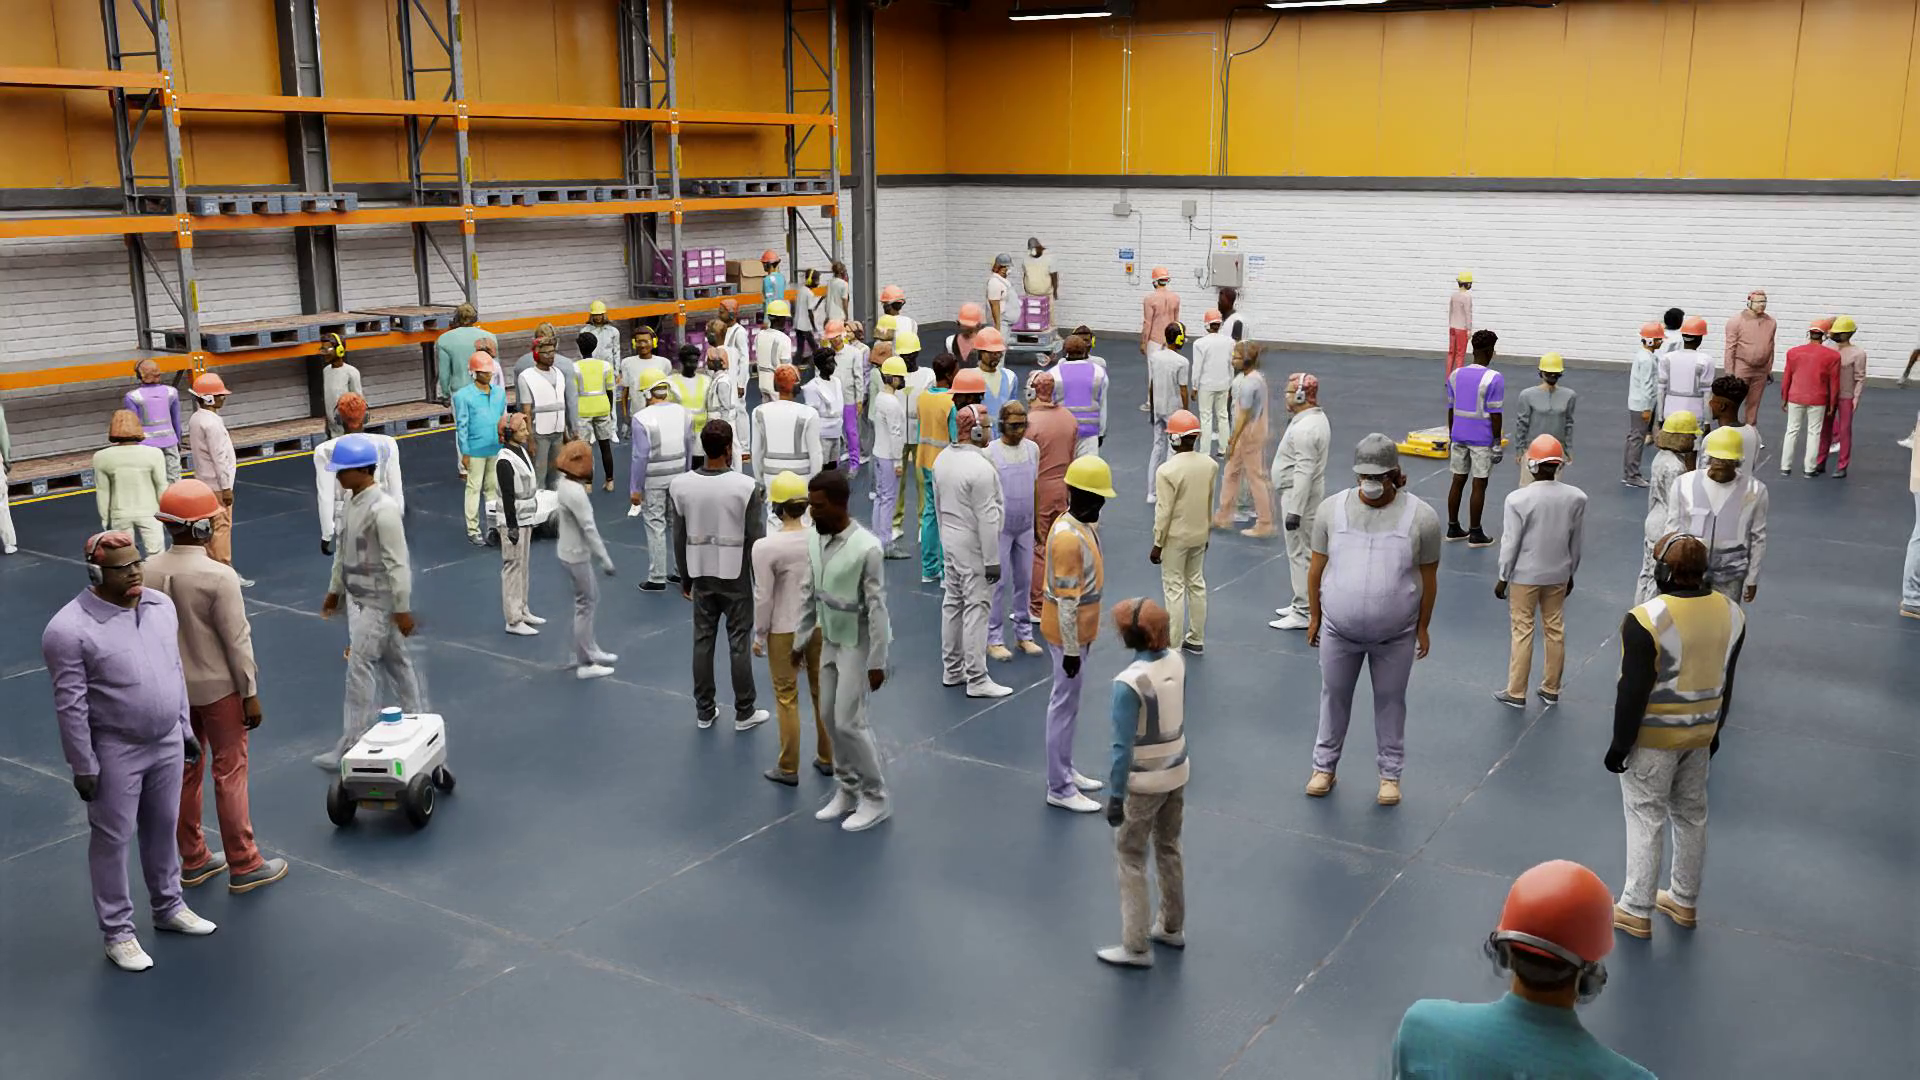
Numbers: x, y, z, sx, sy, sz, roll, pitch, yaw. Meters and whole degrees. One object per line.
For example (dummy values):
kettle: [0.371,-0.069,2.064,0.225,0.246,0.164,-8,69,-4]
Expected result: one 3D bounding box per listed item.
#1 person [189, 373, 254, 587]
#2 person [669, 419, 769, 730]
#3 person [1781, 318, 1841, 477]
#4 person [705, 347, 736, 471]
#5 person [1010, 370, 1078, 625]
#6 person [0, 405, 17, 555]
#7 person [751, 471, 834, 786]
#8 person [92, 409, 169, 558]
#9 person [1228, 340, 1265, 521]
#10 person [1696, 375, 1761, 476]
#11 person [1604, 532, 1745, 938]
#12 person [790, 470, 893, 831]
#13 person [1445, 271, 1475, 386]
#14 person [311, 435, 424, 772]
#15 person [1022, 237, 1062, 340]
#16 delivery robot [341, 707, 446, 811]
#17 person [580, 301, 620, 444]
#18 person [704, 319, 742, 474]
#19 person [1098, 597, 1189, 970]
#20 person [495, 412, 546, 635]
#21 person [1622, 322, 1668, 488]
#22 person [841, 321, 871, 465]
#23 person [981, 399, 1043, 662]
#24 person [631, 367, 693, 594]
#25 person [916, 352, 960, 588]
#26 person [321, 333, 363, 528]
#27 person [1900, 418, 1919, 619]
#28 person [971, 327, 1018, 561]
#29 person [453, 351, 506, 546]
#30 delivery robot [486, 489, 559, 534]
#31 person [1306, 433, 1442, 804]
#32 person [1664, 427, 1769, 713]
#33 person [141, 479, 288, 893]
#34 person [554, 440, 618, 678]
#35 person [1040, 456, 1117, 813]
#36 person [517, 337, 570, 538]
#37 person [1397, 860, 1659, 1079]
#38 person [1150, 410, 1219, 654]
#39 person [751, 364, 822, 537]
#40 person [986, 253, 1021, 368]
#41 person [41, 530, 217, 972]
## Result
person: [-6.034,-0.482,13.524,0.328,1.752,0.563,-11,17,-39]
person: [-1.456,0.220,10.121,0.593,1.920,0.391,3,13,13]
person: [9.305,-1.554,18.211,0.573,1.739,0.355,9,16,34]
person: [-2.359,-1.083,16.381,0.306,1.640,0.522,-4,13,-15]
person: [0.595,-0.322,12.497,0.402,1.906,0.652,11,17,40]
person: [-8.553,-0.650,14.500,0.512,1.642,0.311,-10,16,-36]
person: [-0.925,0.491,9.272,0.526,1.770,0.329,-9,16,-34]
person: [-6.156,-0.160,12.418,0.504,1.628,0.277,-3,13,-14]
person: [2.737,-1.051,16.016,0.305,1.745,0.483,11,17,40]
person: [5.375,-0.189,11.786,0.613,1.964,0.361,-10,17,-38]
person: [3.161,0.870,7.469,0.633,1.841,0.429,-5,14,-21]
person: [-0.586,0.562,8.726,0.431,1.888,0.612,-9,16,-33]
person: [7.608,-3.190,25.244,0.318,1.769,0.522,-4,13,-16]
person: [-3.479,0.353,9.550,0.820,1.919,0.617,-9,16,-34]
person: [1.528,-4.771,31.500,0.715,2.000,0.827,3,13,14]
delivery robot: [-3.031,1.138,8.920,0.477,0.478,0.707,0,13,2]
person: [-4.396,-2.050,20.351,0.486,1.744,0.294,-3,13,-14]
person: [-2.441,-1.337,17.032,0.326,1.843,0.517,6,14,23]
person: [0.818,1.041,7.182,0.319,1.634,0.547,10,16,37]
person: [-3.255,-0.126,12.230,0.306,1.639,0.523,-1,13,-3]
person: [7.287,-1.443,17.690,0.332,1.753,0.561,4,13,15]
person: [-1.203,-1.684,18.988,0.309,1.641,0.513,-12,18,-43]
person: [0.353,-0.070,11.566,0.511,1.837,0.350,-8,15,-33]
person: [-2.412,-0.478,13.359,0.404,1.820,0.603,10,16,37]
person: [-0.142,-0.567,13.535,0.391,1.919,0.590,-9,16,-35]
person: [-5.770,-1.009,15.558,0.516,1.871,0.325,9,16,33]
person: [7.412,-0.396,12.625,0.375,1.995,0.611,8,15,32]
person: [0.250,-0.807,14.303,0.607,2.044,0.374,-8,15,-32]
person: [-4.294,-0.838,15.068,0.338,1.752,0.564,9,16,34]
delivery robot: [-3.981,-0.295,15.134,0.477,0.478,0.707,6,14,24]
person: [2.200,0.427,8.954,0.688,2.000,0.535,5,14,20]
person: [4.741,0.183,10.492,0.594,1.825,0.403,6,14,26]
person: [-3.575,0.696,7.886,0.610,1.996,0.379,4,14,18]
person: [-2.500,0.127,11.182,0.393,1.623,0.508,-4,14,-18]
person: [0.633,0.490,8.949,0.393,1.917,0.589,2,13,9]
person: [-3.838,-0.962,15.405,0.390,1.846,0.565,6,14,24]
person: [1.300,1.647,3.868,0.610,1.948,0.951,7,15,28]
person: [1.535,-0.034,11.583,0.568,1.751,0.329,-11,17,-40]
person: [-1.344,-0.432,13.027,0.574,1.882,0.358,4,14,17]
person: [0.667,-3.394,25.527,0.536,2.000,0.684,3,13,11]
person: [-3.579,0.892,7.231,0.407,1.910,0.638,5,14,21]
